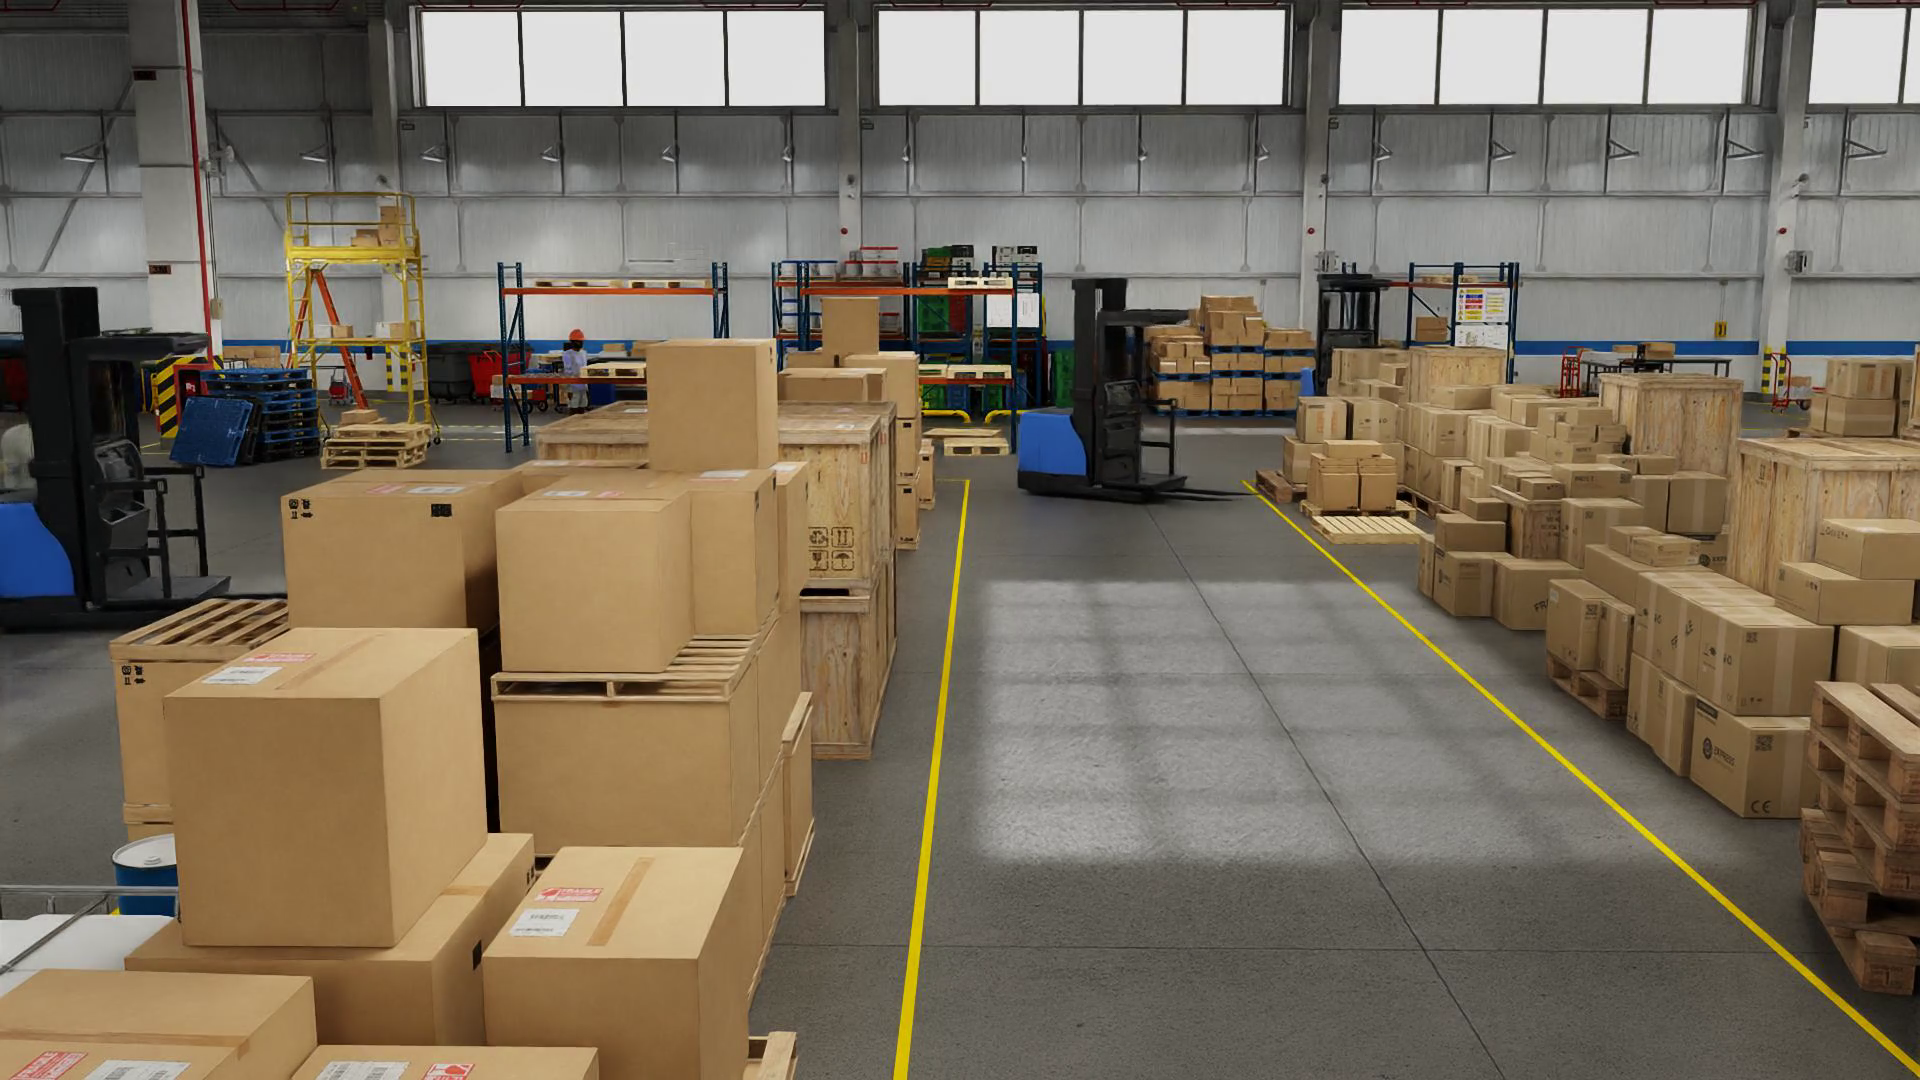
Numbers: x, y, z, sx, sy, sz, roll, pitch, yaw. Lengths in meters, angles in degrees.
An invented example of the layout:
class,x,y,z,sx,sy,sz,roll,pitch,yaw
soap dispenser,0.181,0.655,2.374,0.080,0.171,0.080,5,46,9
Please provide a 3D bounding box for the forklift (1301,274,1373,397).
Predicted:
class,x,y,z,sx,sy,sz,roll,pitch,yaw
forklift,6.904,-3.406,30.036,1.129,2.768,1.873,0,9,-3

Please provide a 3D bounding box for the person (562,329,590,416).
class,x,y,z,sx,sy,sz,roll,pitch,yaw
person,-6.322,-2.521,27.554,0.358,1.938,0.548,4,10,23

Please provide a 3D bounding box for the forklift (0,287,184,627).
class,x,y,z,sx,sy,sz,roll,pitch,yaw
forklift,-7.451,-0.717,13.927,1.873,2.768,1.129,-1,10,-8

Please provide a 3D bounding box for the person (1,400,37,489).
class,x,y,z,sx,sy,sz,roll,pitch,yaw
person,-7.926,-0.321,14.497,0.644,1.895,0.896,-7,12,-35

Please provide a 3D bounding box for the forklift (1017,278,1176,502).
class,x,y,z,sx,sy,sz,roll,pitch,yaw
forklift,1.783,-1.992,21.566,1.873,2.768,1.129,6,11,33
